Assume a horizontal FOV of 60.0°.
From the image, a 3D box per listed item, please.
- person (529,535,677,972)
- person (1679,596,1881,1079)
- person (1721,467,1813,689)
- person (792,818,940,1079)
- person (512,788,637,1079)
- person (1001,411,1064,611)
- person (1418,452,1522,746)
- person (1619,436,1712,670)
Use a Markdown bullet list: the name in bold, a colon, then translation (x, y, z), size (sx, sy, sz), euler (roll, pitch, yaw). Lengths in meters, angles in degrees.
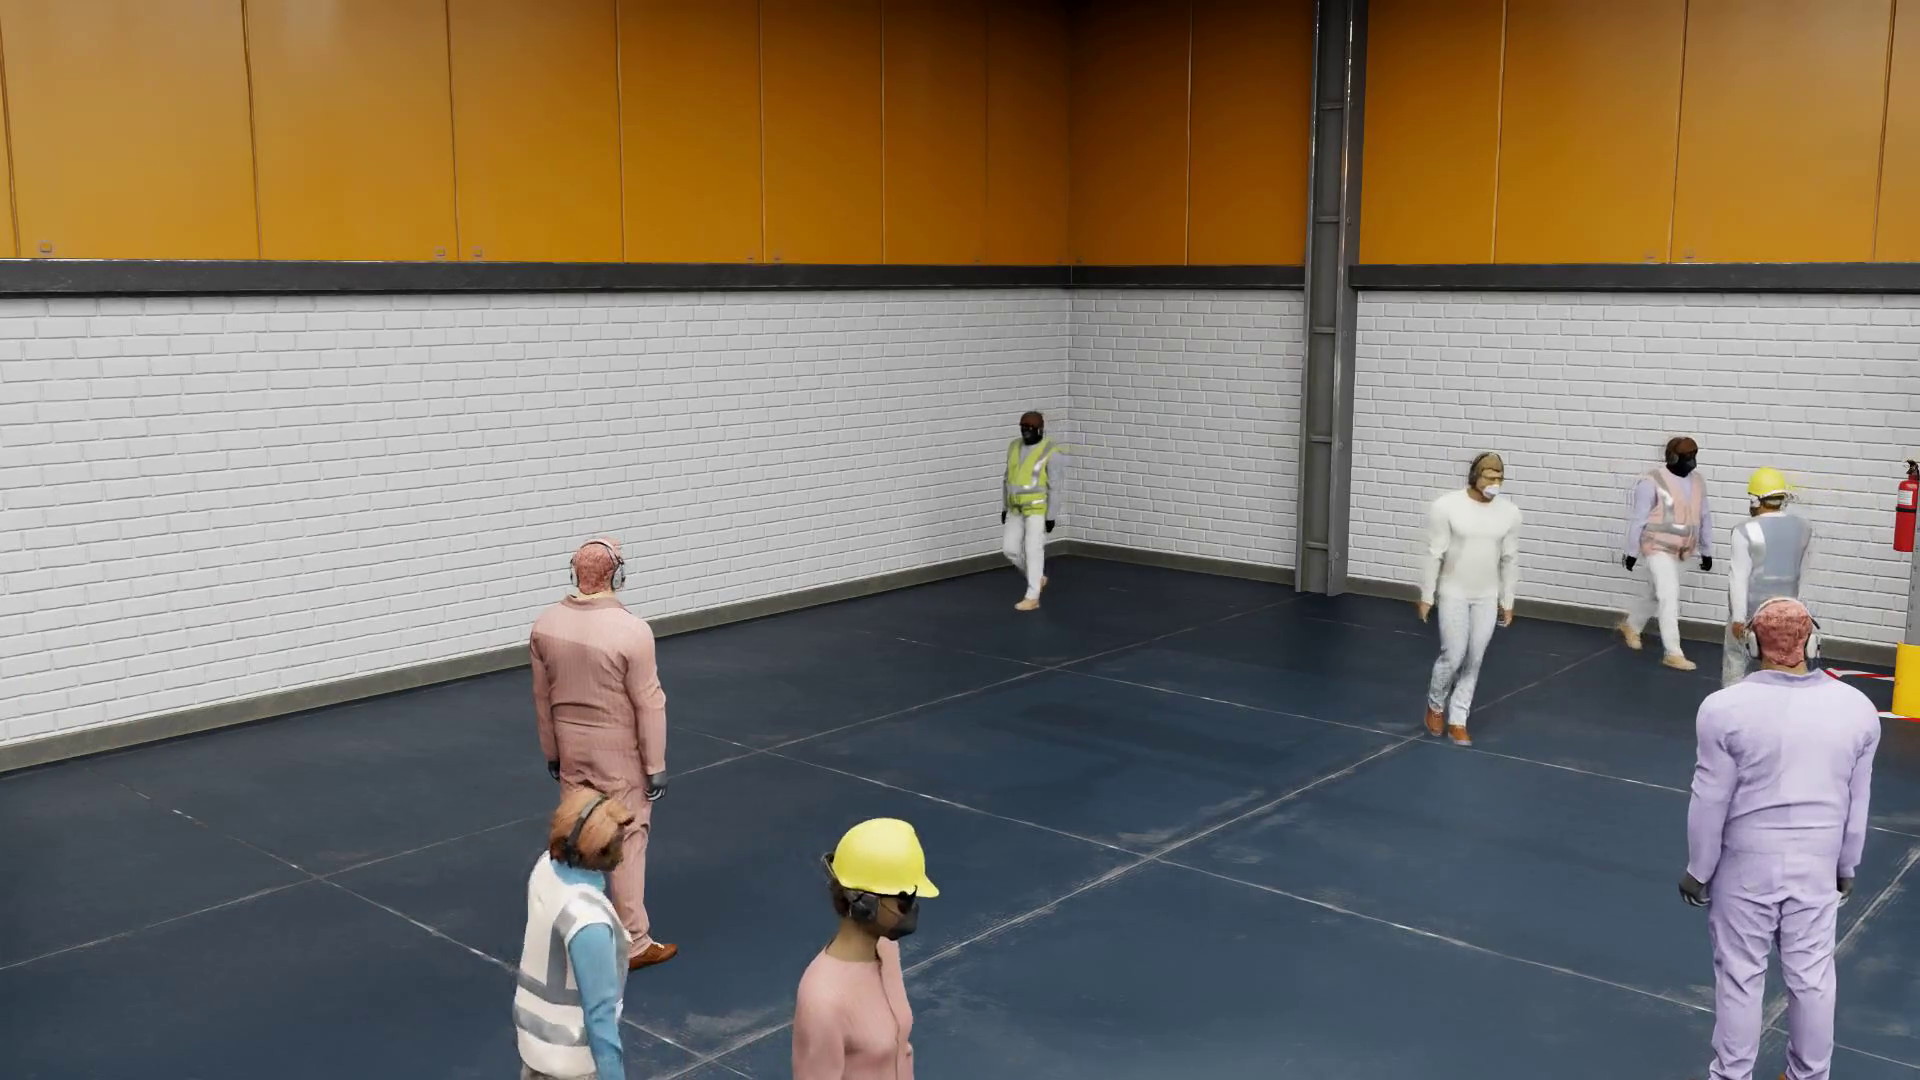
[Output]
- **person**: translation (-1.541, 0.929, 7.282), size (0.651, 1.912, 0.410), euler (4, 10, 26)
- **person**: translation (2.892, 1.145, 5.957), size (0.642, 1.905, 0.399), euler (0, 9, -2)
- **person**: translation (5.272, 0.422, 10.838), size (0.593, 1.804, 0.883), euler (-2, 9, -10)
- **person**: translation (-0.196, 1.528, 4.027), size (0.565, 1.740, 0.538), euler (3, 9, 16)
- **person**: translation (-1.146, 1.469, 4.840), size (0.331, 1.611, 0.645), euler (-6, 11, -31)
- **person**: translation (0.645, -0.268, 15.082), size (0.639, 1.821, 0.451), euler (9, 13, 43)
- **person**: translation (3.289, 0.382, 10.701), size (0.655, 1.917, 0.424), euler (-1, 9, -9)
- **person**: translation (5.541, 0.060, 13.125), size (0.640, 1.809, 0.907), euler (-4, 10, -22)
